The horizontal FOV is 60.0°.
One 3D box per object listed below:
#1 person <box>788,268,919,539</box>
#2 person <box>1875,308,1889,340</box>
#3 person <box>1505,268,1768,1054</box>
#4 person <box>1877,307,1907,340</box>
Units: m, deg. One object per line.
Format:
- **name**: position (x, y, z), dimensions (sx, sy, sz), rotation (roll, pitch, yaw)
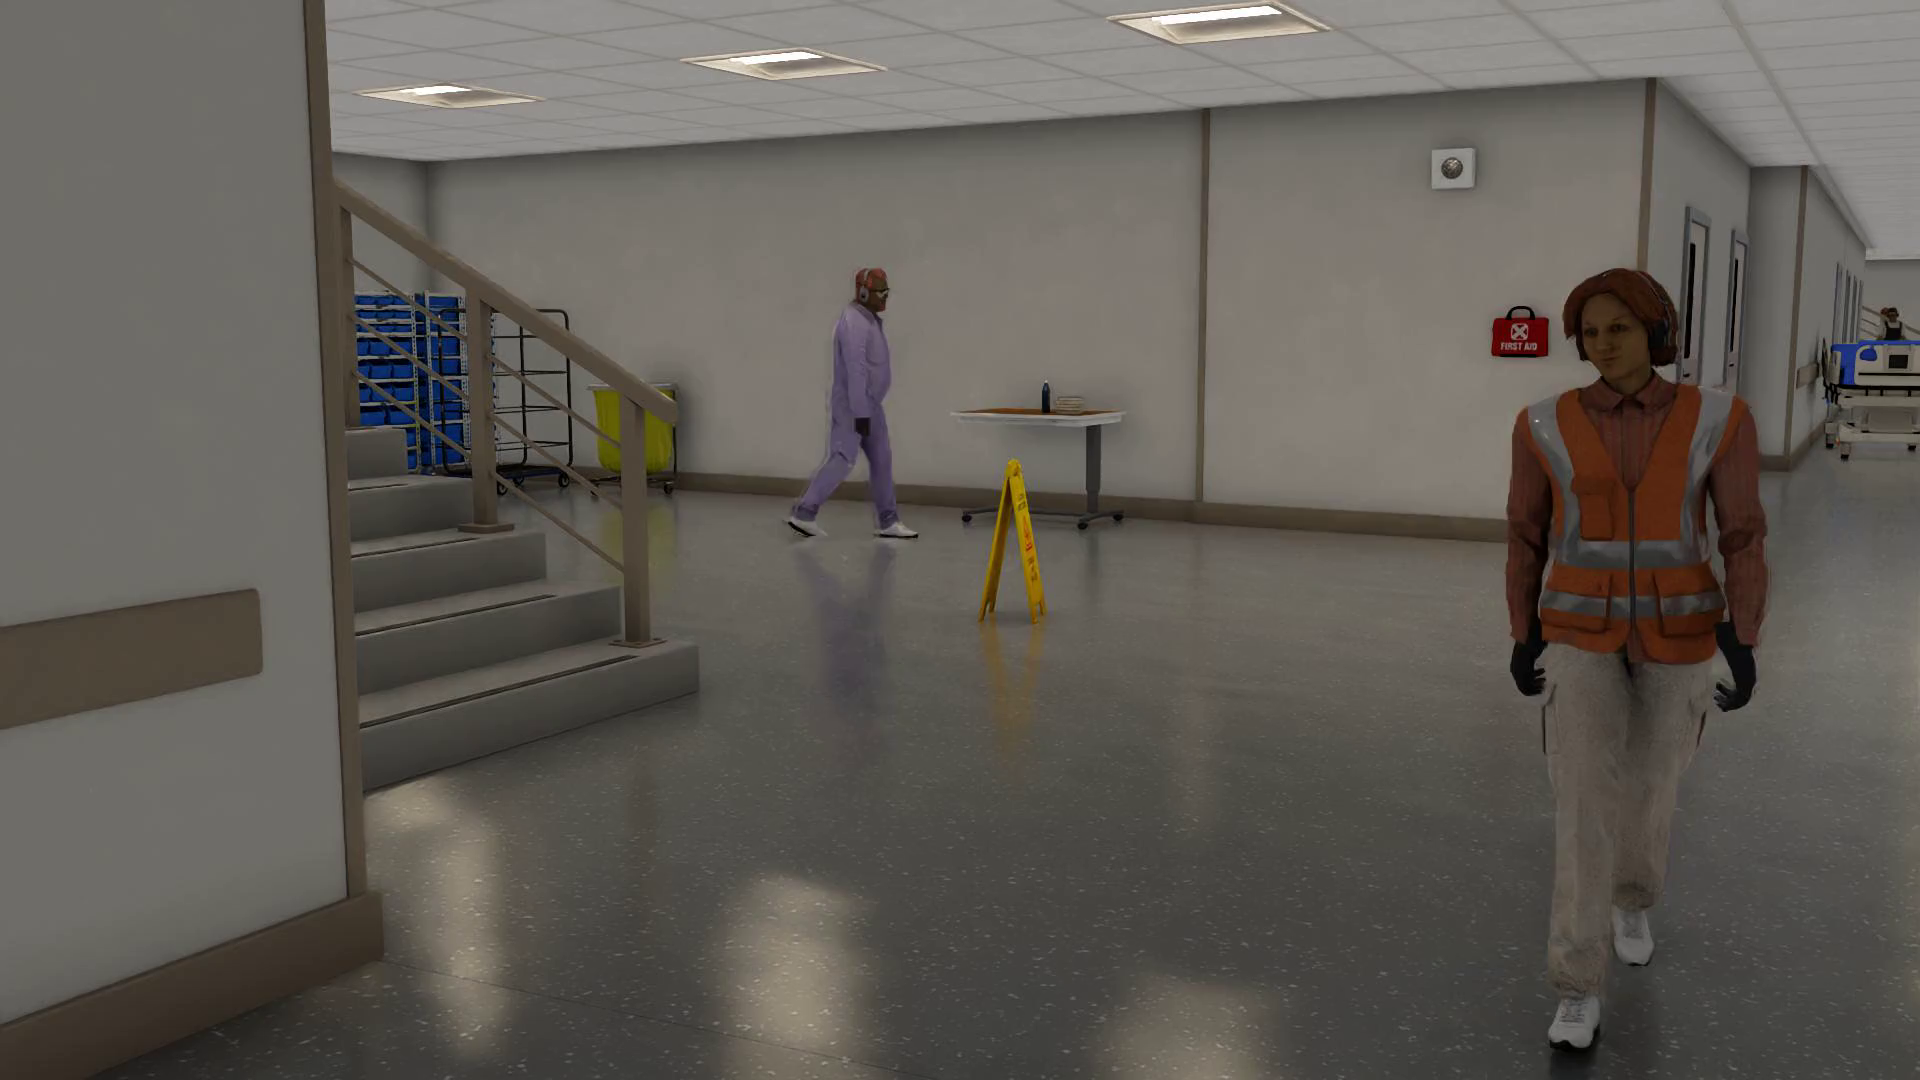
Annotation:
- **person**: position (-0.746, -0.927, 11.389), dimensions (0.868, 1.862, 0.653), rotation (2, 8, 15)
- **person**: position (21.798, -4.560, 39.350), dimensions (0.626, 1.861, 0.471), rotation (-5, 9, -36)
- **person**: position (1.435, 0.220, 3.574), dimensions (0.516, 1.589, 0.876), rotation (3, 8, 19)
- **person**: position (19.336, -3.911, 34.495), dimensions (0.618, 1.817, 0.419), rotation (1, 7, 6)
